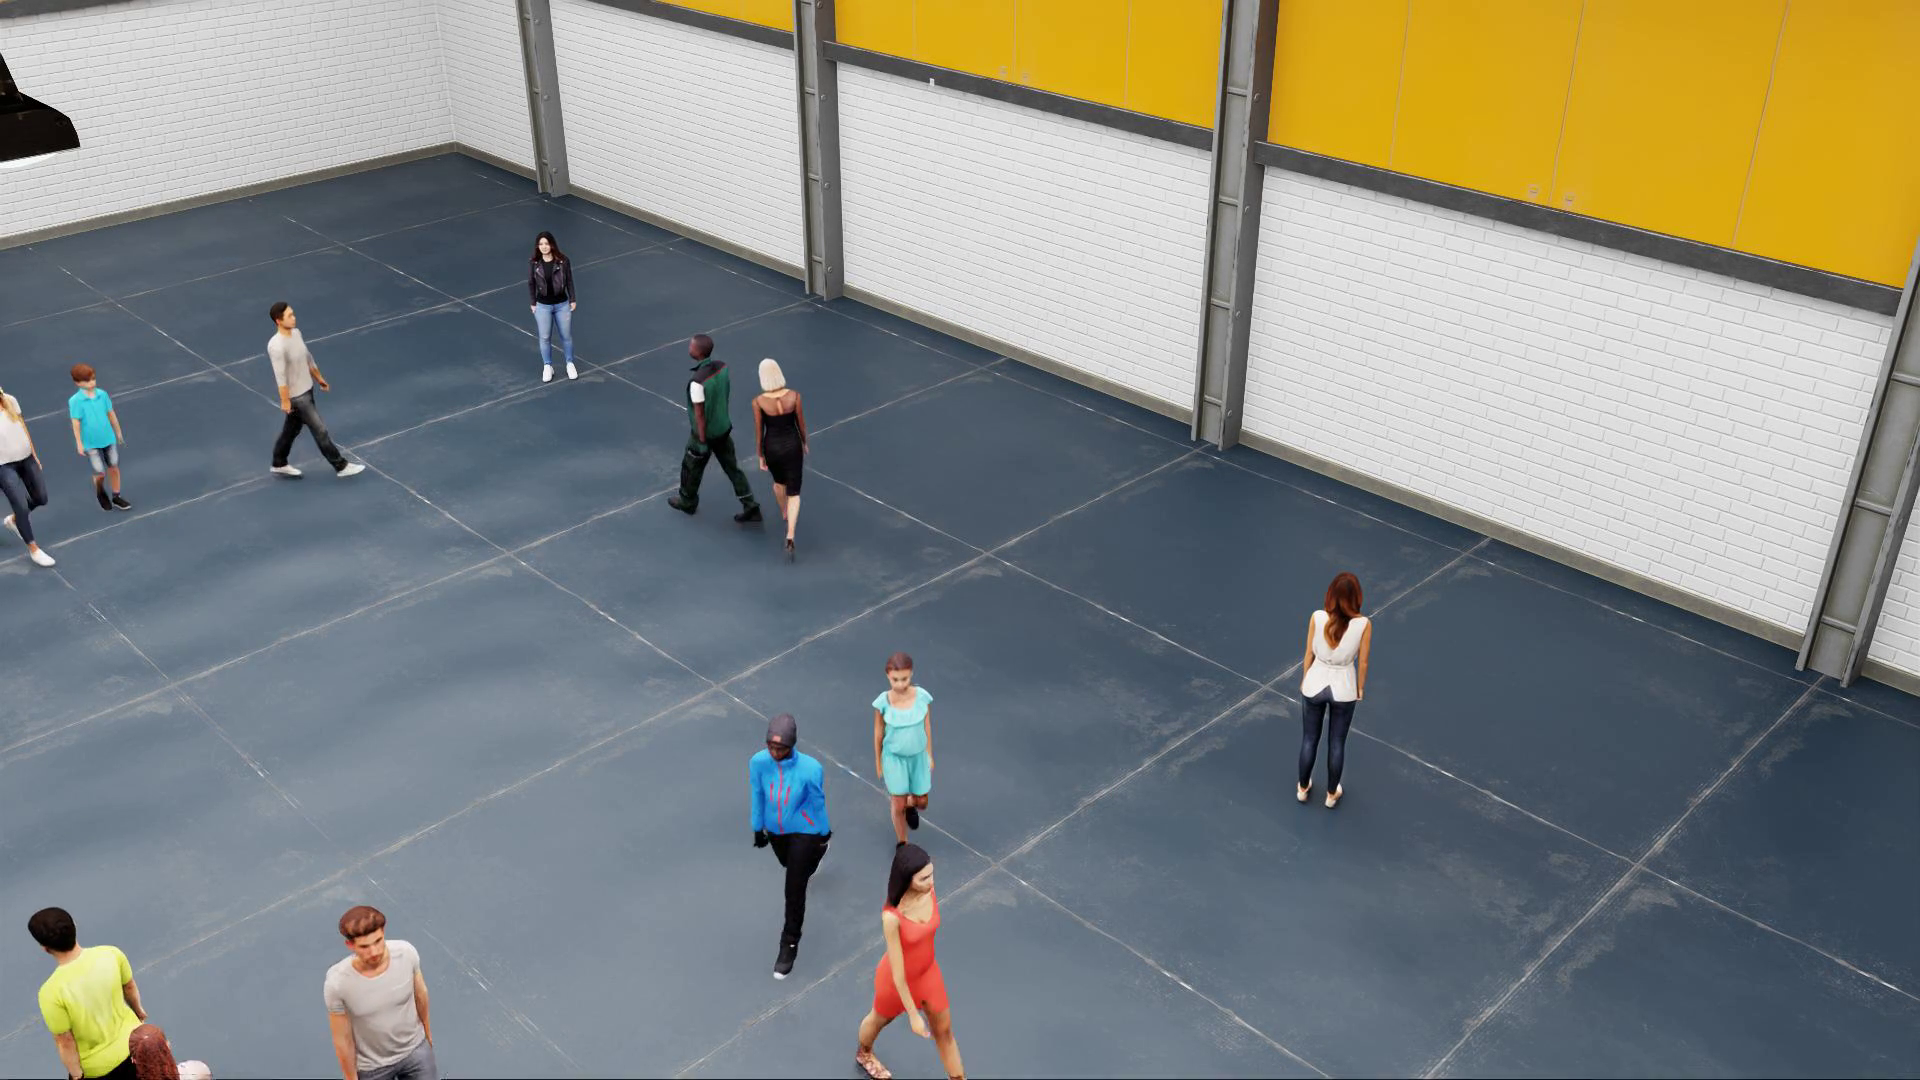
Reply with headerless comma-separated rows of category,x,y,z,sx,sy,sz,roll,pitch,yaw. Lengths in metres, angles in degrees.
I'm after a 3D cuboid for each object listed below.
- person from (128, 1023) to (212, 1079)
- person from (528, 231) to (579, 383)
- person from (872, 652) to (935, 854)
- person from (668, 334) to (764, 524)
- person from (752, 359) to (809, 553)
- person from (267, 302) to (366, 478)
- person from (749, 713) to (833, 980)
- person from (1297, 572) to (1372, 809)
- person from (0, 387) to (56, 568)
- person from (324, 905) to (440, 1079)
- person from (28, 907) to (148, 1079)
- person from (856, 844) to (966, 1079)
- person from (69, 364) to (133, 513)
person,-3.541,2.994,7.683,1.192,1.692,0.667,22,36,35
person,-4.375,-2.521,17.853,0.723,1.635,0.735,-7,29,-12
person,-0.362,1.373,10.807,0.762,1.547,0.849,-4,29,-8
person,-2.128,-0.930,14.773,1.311,1.792,0.955,13,31,23
person,-1.528,-0.699,14.447,1.056,1.698,1.156,-1,29,-2
person,-6.310,-1.376,15.612,1.198,1.772,1.159,-1,29,-1
person,-0.964,1.688,10.022,1.263,1.746,1.097,9,30,17
person,2.494,1.018,11.210,0.609,1.784,0.716,8,30,14
person,-8.170,-0.637,14.247,0.962,1.781,0.785,13,31,22
person,-2.903,2.526,8.363,0.781,1.862,1.072,-17,33,-28
person,-4.278,2.602,8.443,1.176,1.653,0.822,19,34,30
person,-0.355,2.338,8.921,1.178,1.658,0.716,21,35,33
person,-7.897,-0.942,15.161,0.573,1.441,0.575,19,34,31
